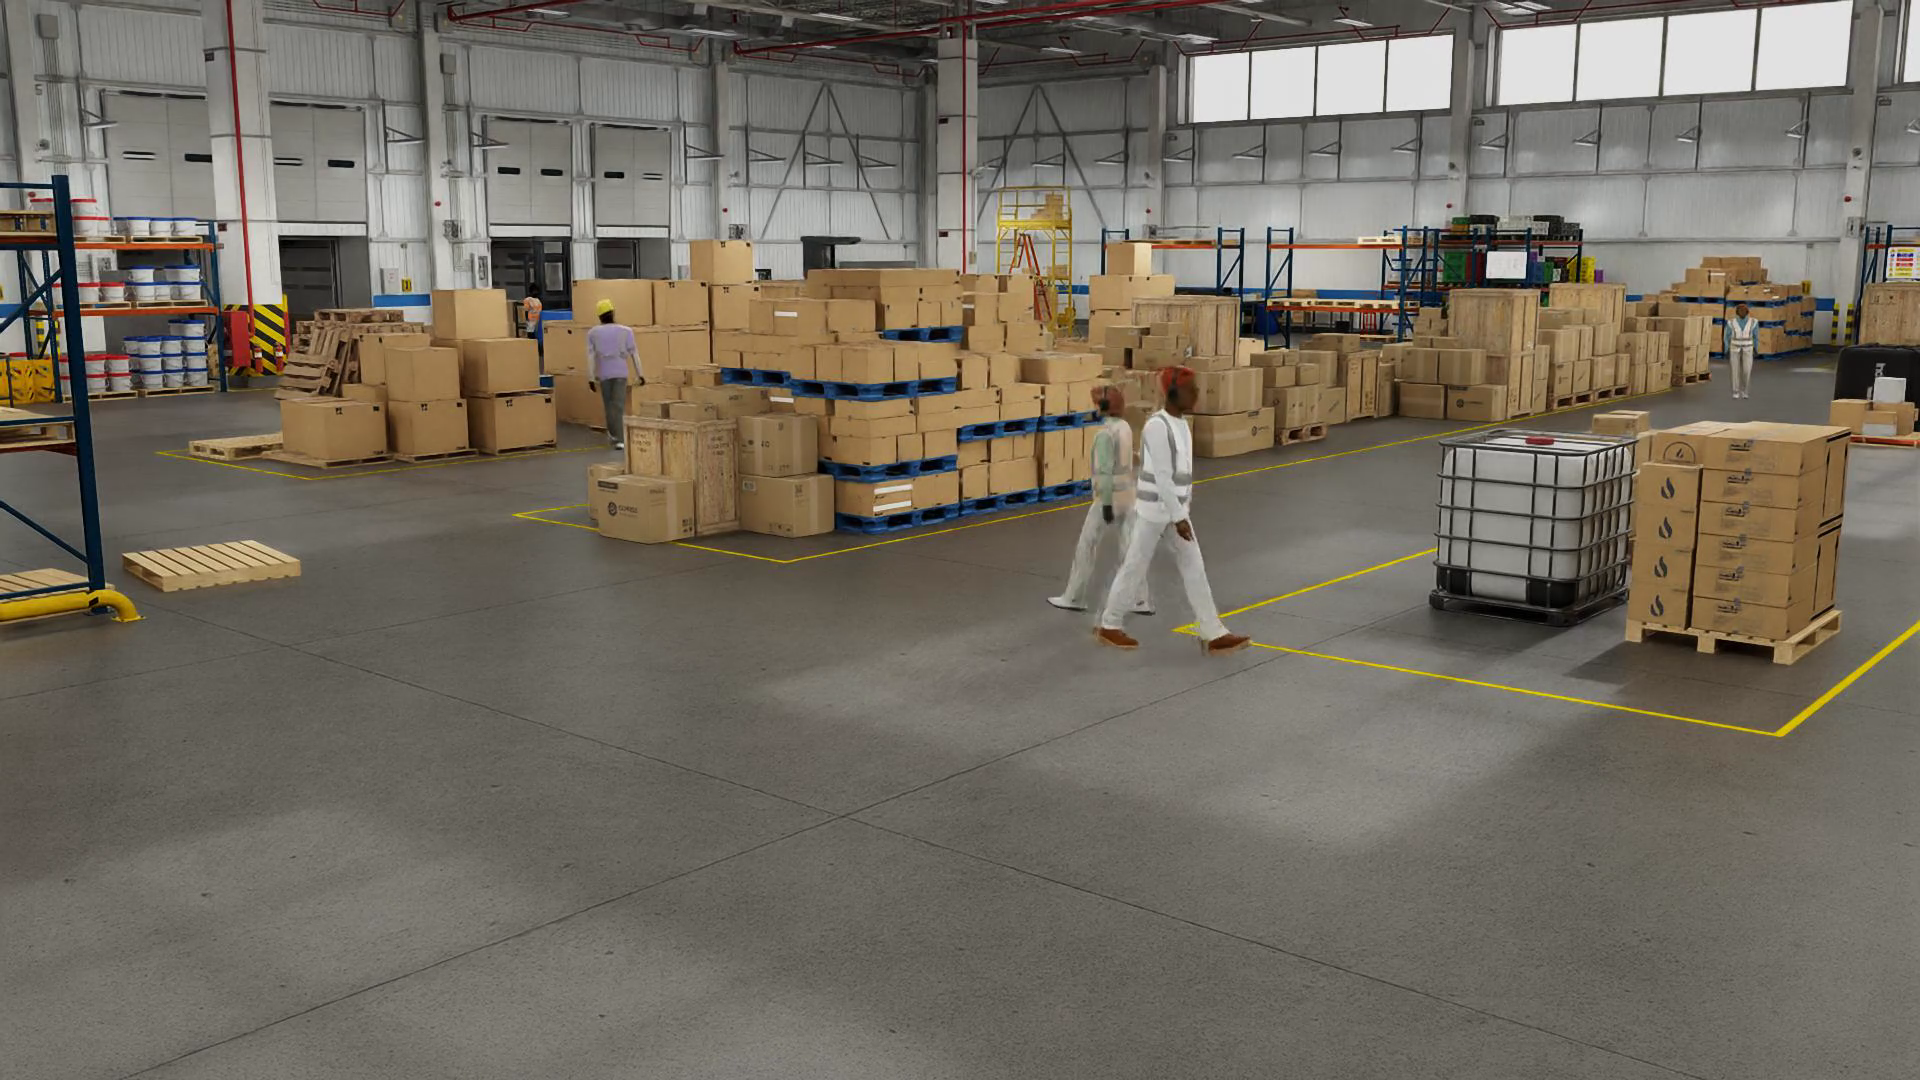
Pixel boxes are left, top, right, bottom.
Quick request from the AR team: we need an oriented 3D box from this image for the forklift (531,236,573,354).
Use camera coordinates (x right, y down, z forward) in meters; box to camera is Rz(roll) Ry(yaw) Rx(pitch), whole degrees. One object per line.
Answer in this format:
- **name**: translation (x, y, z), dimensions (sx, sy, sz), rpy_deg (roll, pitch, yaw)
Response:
- **forklift**: translation (-9.601, -5.790, 39.356), dimensions (1.873, 2.768, 1.129), rpy_deg (8, 13, 40)

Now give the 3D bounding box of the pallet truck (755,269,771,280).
- **pallet truck**: translation (-4.996, -6.432, 45.525), dimensions (1.885, 1.965, 0.823), rpy_deg (-6, 12, -32)

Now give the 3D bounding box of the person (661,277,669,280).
- **person**: translation (-6.348, -4.703, 35.900), dimensions (0.636, 1.927, 0.386), rpy_deg (-5, 11, -27)

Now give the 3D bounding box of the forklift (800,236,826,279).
- **forklift**: translation (-3.500, -5.872, 39.825), dimensions (1.873, 2.768, 1.129), rpy_deg (2, 10, 12)

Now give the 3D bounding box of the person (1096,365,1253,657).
- **person**: translation (1.313, -0.169, 10.388), dimensions (1.031, 1.827, 0.587), rpy_deg (6, 12, 32)

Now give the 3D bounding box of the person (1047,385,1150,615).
- **person**: translation (0.979, -0.275, 11.590), dimensions (0.799, 1.608, 0.530), rpy_deg (5, 11, 28)

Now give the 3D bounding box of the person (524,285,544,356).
- **person**: translation (-9.985, -5.150, 39.074), dimensions (0.321, 1.698, 0.537), rpy_deg (10, 14, 43)

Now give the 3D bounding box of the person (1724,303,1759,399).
- **person**: translation (13.163, -3.169, 28.027), dimensions (0.530, 1.607, 0.744), rpy_deg (5, 11, 25)

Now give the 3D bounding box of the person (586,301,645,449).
- **person**: translation (-4.409, -2.120, 21.319), dimensions (0.705, 1.863, 0.999), rpy_deg (-2, 10, -9)
